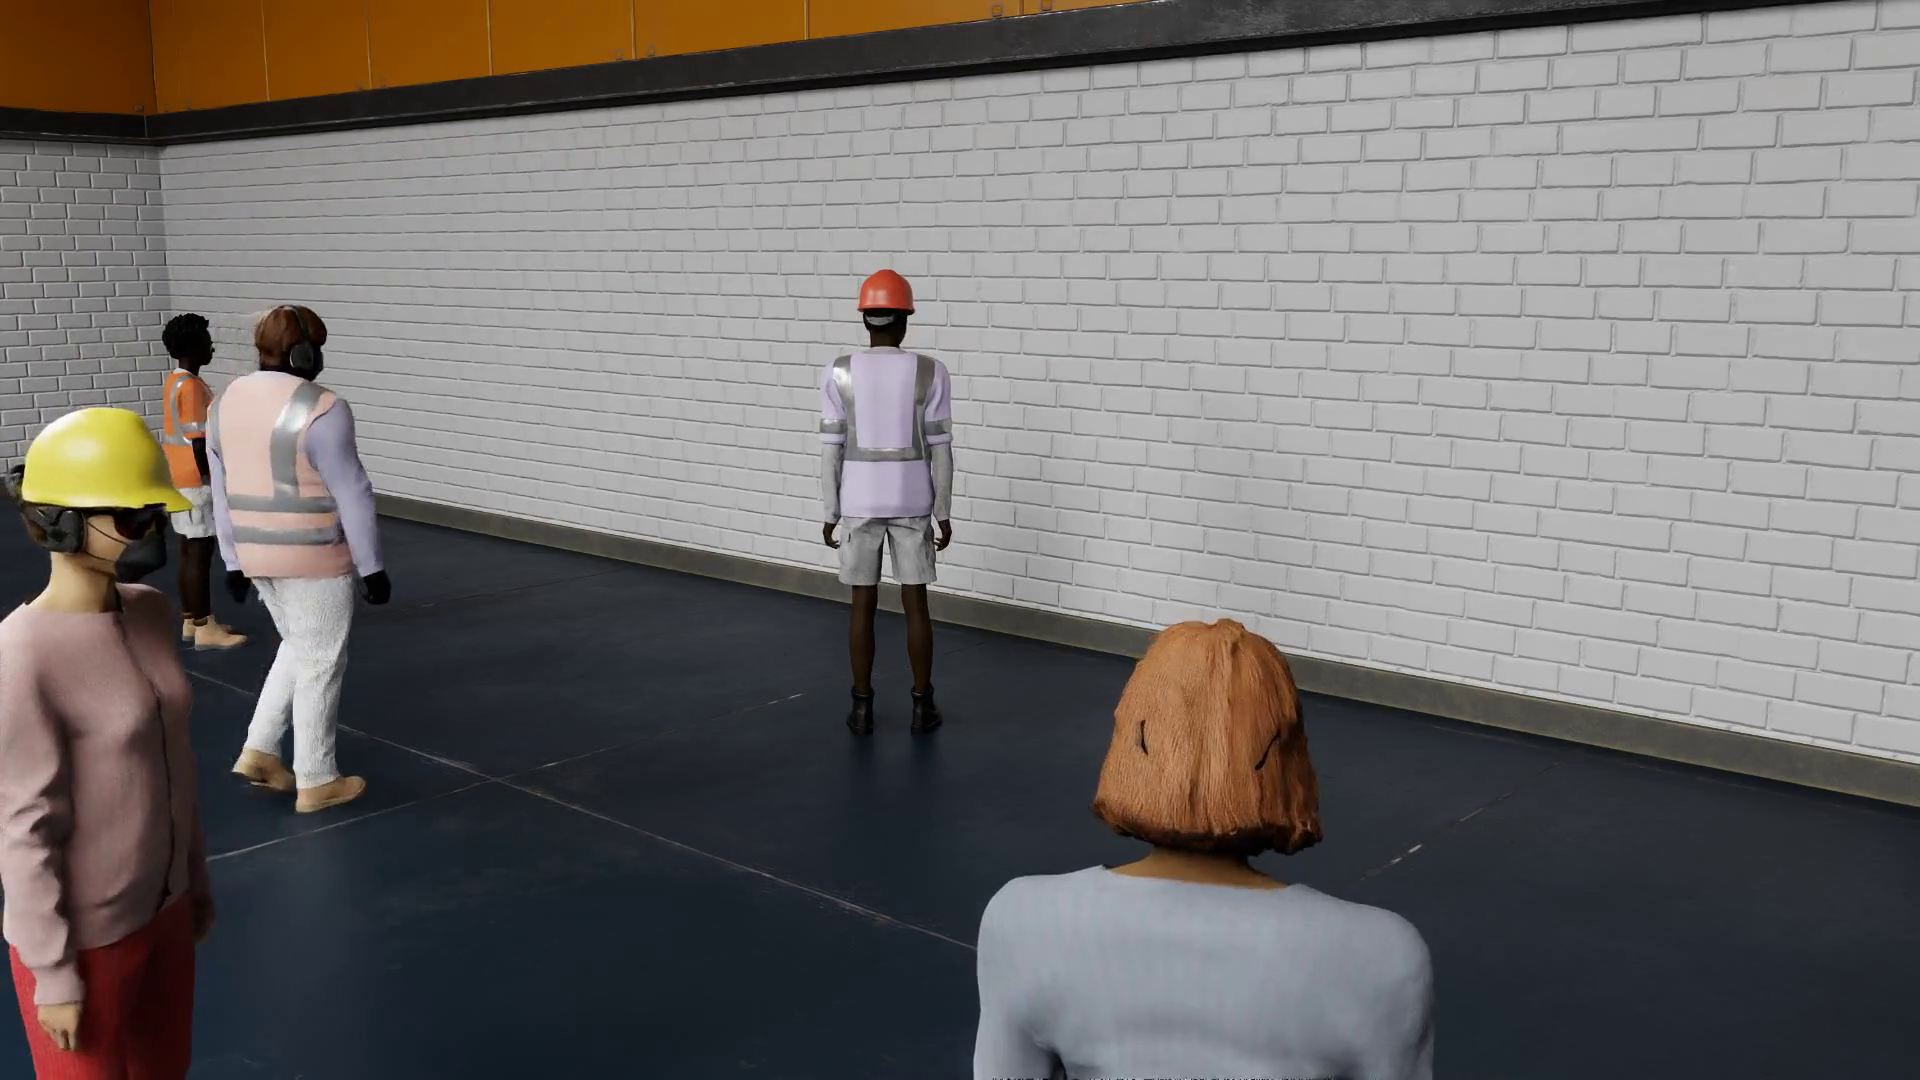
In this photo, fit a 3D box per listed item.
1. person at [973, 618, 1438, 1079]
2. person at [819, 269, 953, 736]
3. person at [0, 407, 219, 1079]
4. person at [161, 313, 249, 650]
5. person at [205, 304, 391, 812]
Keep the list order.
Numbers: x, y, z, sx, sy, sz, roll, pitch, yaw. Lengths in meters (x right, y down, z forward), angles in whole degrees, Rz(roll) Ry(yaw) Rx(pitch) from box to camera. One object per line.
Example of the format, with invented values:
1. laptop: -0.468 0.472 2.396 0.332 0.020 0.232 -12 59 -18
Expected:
1. person: 0.257 0.895 1.866 0.510 1.627 0.283 3 10 16
2. person: -0.304 -0.149 6.933 0.551 1.932 0.376 0 10 -1
3. person: -1.440 0.650 2.878 0.333 1.761 0.529 0 10 1
4. person: -3.861 -0.293 8.430 0.319 1.697 0.532 -7 12 -34
5. person: -2.356 0.077 5.954 0.630 1.824 0.440 6 12 31
